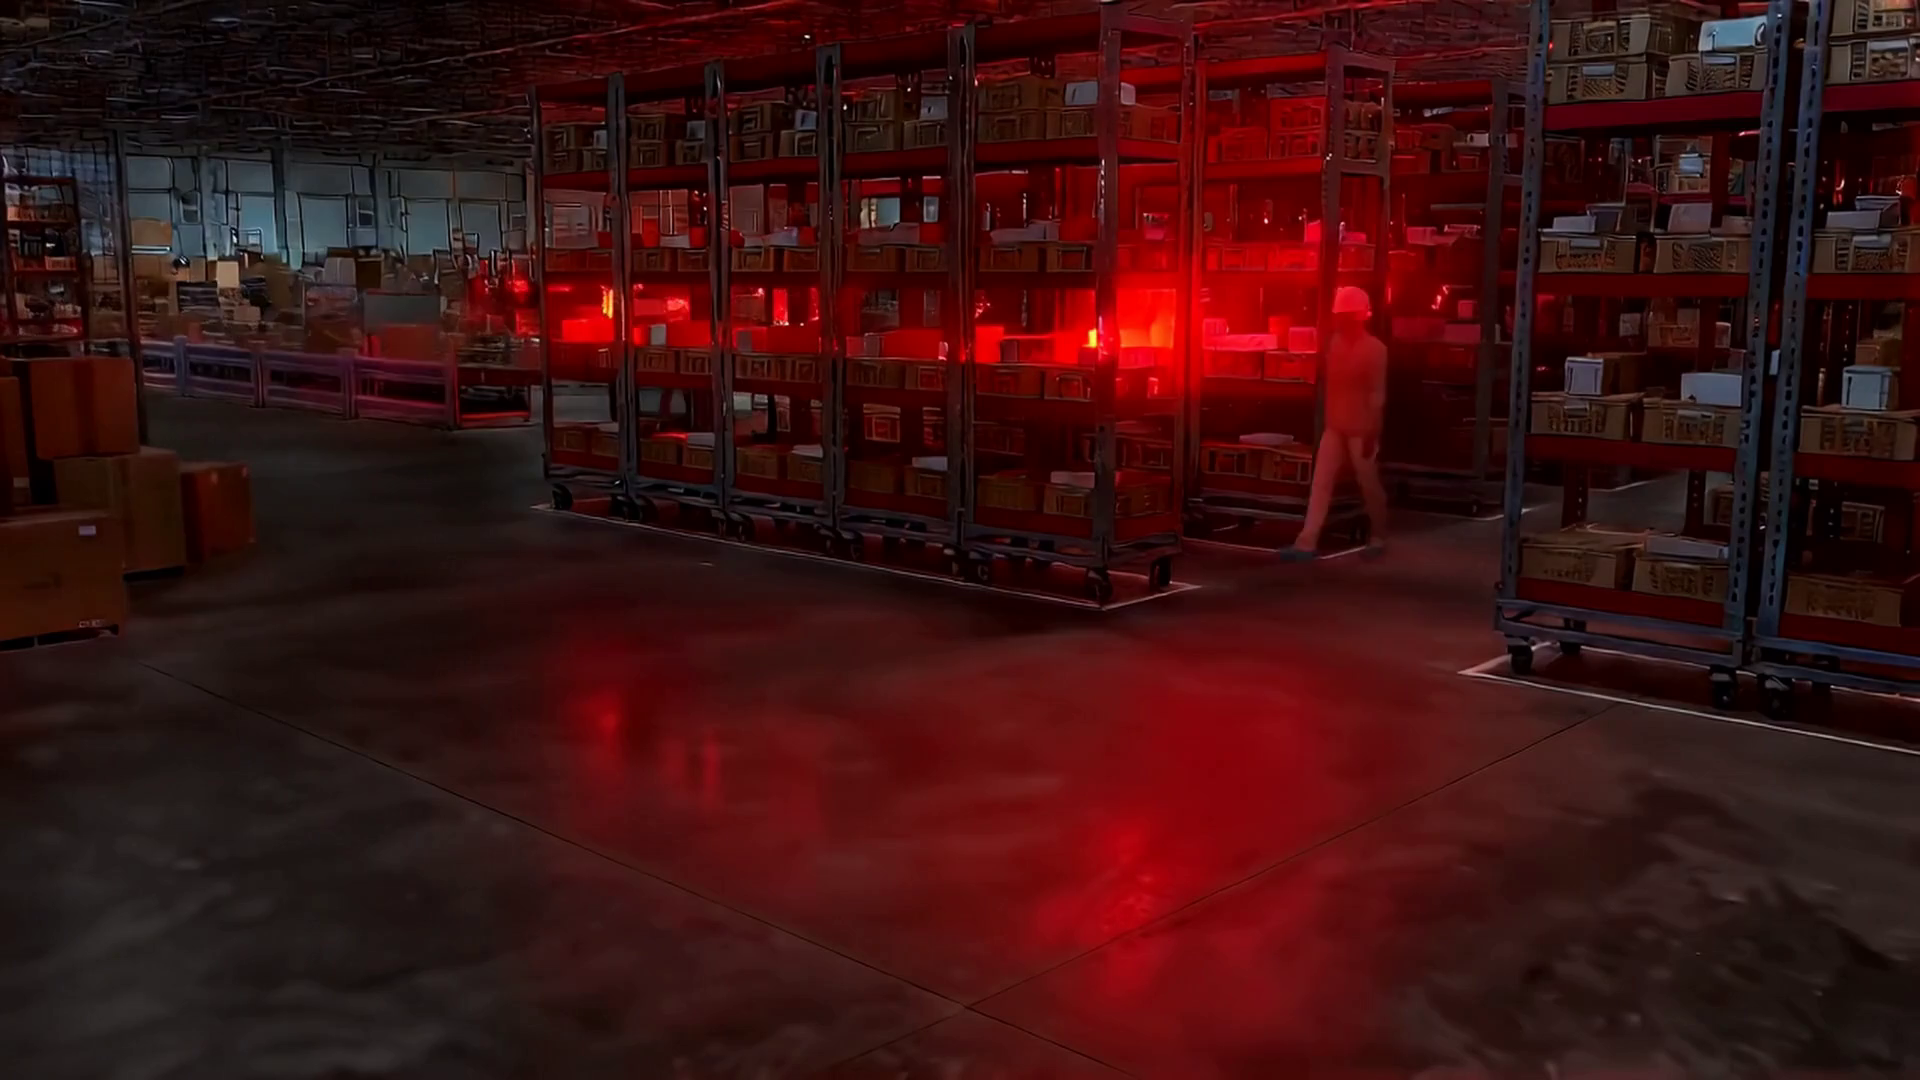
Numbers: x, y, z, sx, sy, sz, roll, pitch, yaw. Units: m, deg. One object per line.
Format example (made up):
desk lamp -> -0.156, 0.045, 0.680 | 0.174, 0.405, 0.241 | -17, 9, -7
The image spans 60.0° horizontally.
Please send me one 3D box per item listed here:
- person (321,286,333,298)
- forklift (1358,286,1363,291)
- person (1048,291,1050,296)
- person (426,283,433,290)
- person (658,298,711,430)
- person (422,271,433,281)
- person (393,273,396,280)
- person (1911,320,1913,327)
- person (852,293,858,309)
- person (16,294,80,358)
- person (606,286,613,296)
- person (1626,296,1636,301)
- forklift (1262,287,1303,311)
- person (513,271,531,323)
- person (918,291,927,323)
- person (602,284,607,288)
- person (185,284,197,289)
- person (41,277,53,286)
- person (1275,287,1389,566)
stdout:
person -> -22.837, -8.685, 60.156 | 0.665, 1.912, 0.570 | 2, 10, 15
forklift -> 11.100, -7.017, 46.970 | 1.873, 2.768, 1.129 | 9, 13, 43
person -> 2.988, -7.949, 56.243 | 0.368, 1.722, 0.612 | -4, 10, -24
person -> -17.949, -7.925, 56.497 | 0.514, 1.593, 0.850 | 9, 13, 44
person -> -3.448, -2.134, 20.563 | 0.905, 1.724, 0.533 | -6, 11, -32
person -> -27.449, -12.898, 85.869 | 0.605, 1.951, 0.383 | 3, 10, 18
person -> -18.829, -8.014, 55.893 | 0.666, 1.955, 0.911 | 1, 9, 8
person -> 10.984, -1.957, 18.677 | 1.034, 1.985, 0.632 | -9, 13, -42
person -> -4.316, -9.531, 66.280 | 0.526, 1.598, 0.813 | -5, 11, -29
person -> -8.441, -1.362, 15.466 | 0.567, 1.841, 0.377 | 0, 9, -1
person -> -13.428, -9.211, 64.038 | 0.316, 1.695, 0.542 | -9, 13, -43
person -> 14.723, -4.736, 36.333 | 0.617, 1.781, 0.925 | 8, 12, 42
forklift -> 10.769, -8.203, 54.240 | 1.129, 2.768, 1.873 | 8, 12, 42
person -> -15.106, -8.292, 57.479 | 0.649, 1.995, 1.008 | -7, 11, -36
person -> -1.032, -5.629, 41.710 | 0.403, 1.818, 0.603 | -3, 10, -20
person -> -16.487, -11.341, 76.665 | 0.522, 1.845, 0.808 | -8, 12, -41
person -> -37.156, -11.937, 80.340 | 0.579, 1.842, 0.966 | -2, 9, -11
person -> -24.650, -6.229, 45.068 | 0.578, 1.917, 0.607 | 6, 11, 33
person -> 2.682, -0.775, 11.568 | 0.924, 1.944, 0.626 | -6, 11, -34
